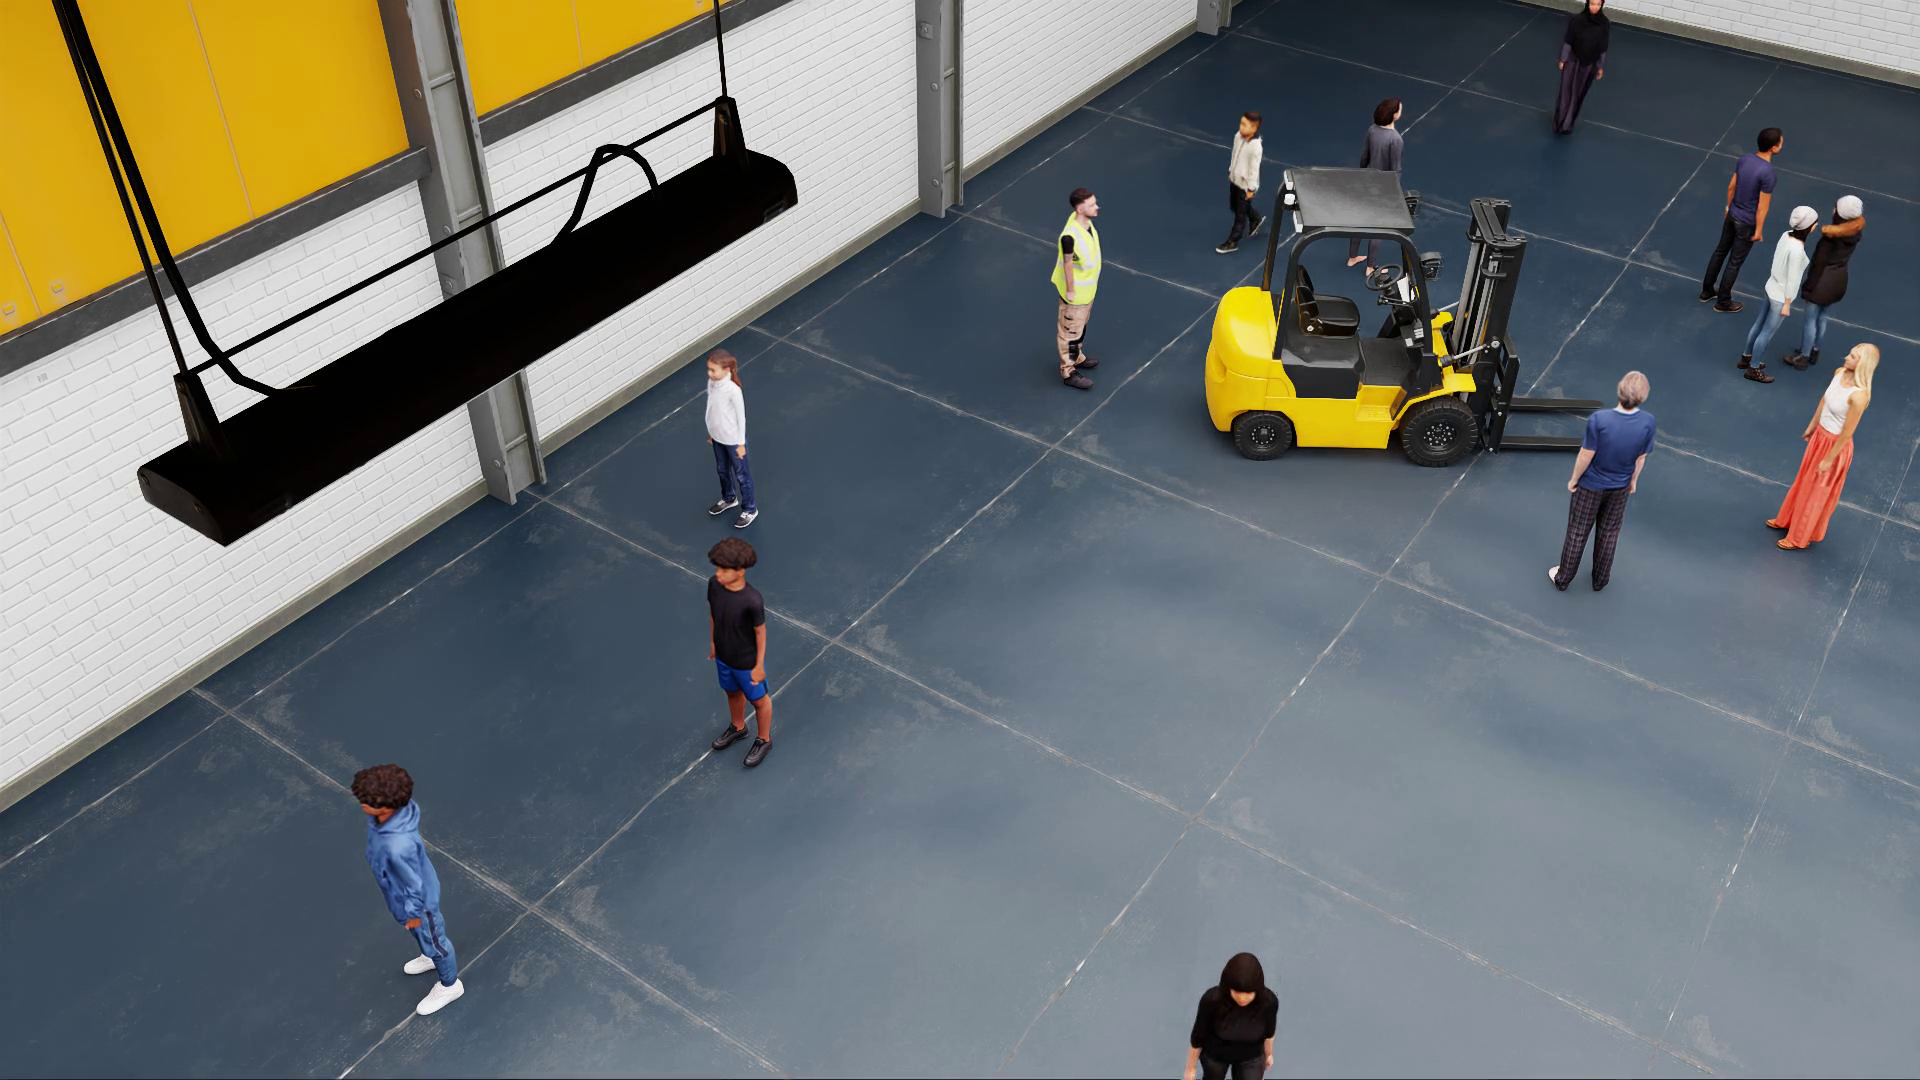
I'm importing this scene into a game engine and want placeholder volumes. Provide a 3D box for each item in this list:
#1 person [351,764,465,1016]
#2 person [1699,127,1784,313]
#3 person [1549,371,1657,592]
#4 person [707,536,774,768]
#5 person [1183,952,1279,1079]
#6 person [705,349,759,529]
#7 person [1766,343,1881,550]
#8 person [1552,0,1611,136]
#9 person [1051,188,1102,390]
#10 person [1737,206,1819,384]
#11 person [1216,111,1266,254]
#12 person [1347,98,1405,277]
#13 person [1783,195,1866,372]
[{"bbox_3d":[-3.063,1.912,9.266,0.755,1.811,0.762,-17,42,-20],"label":"person"},{"bbox_3d":[7.241,-2.978,15.403,0.750,1.793,0.718,-10,40,-12],"label":"person"},{"bbox_3d":[4.703,-0.416,12.134,0.738,1.871,0.729,3,39,3],"label":"person"},{"bbox_3d":[-1.423,0.706,10.786,0.595,1.800,0.562,24,45,27],"label":"person"},{"bbox_3d":[1.395,2.583,8.586,0.892,1.612,1.033,3,39,3],"label":"person"},{"bbox_3d":[-1.784,-0.813,12.882,0.544,1.557,0.508,26,46,29],"label":"person"},{"bbox_3d":[6.566,-0.710,12.557,0.784,1.802,0.682,4,39,4],"label":"person"},{"bbox_3d":[6.937,-5.377,18.556,0.908,1.607,1.092,3,39,4],"label":"person"},{"bbox_3d":[1.027,-2.213,14.402,0.861,1.847,0.774,9,40,12],"label":"person"},{"bbox_3d":[7.149,-2.160,14.498,0.705,1.644,0.588,4,39,5],"label":"person"},{"bbox_3d":[2.846,-3.549,16.399,0.951,1.442,0.831,-16,41,-19],"label":"person"},{"bbox_3d":[4.010,-3.402,15.954,0.633,1.768,0.679,-24,44,-27],"label":"person"},{"bbox_3d":[7.630,-2.252,14.630,0.647,1.624,0.771,-21,43,-24],"label":"person"}]
